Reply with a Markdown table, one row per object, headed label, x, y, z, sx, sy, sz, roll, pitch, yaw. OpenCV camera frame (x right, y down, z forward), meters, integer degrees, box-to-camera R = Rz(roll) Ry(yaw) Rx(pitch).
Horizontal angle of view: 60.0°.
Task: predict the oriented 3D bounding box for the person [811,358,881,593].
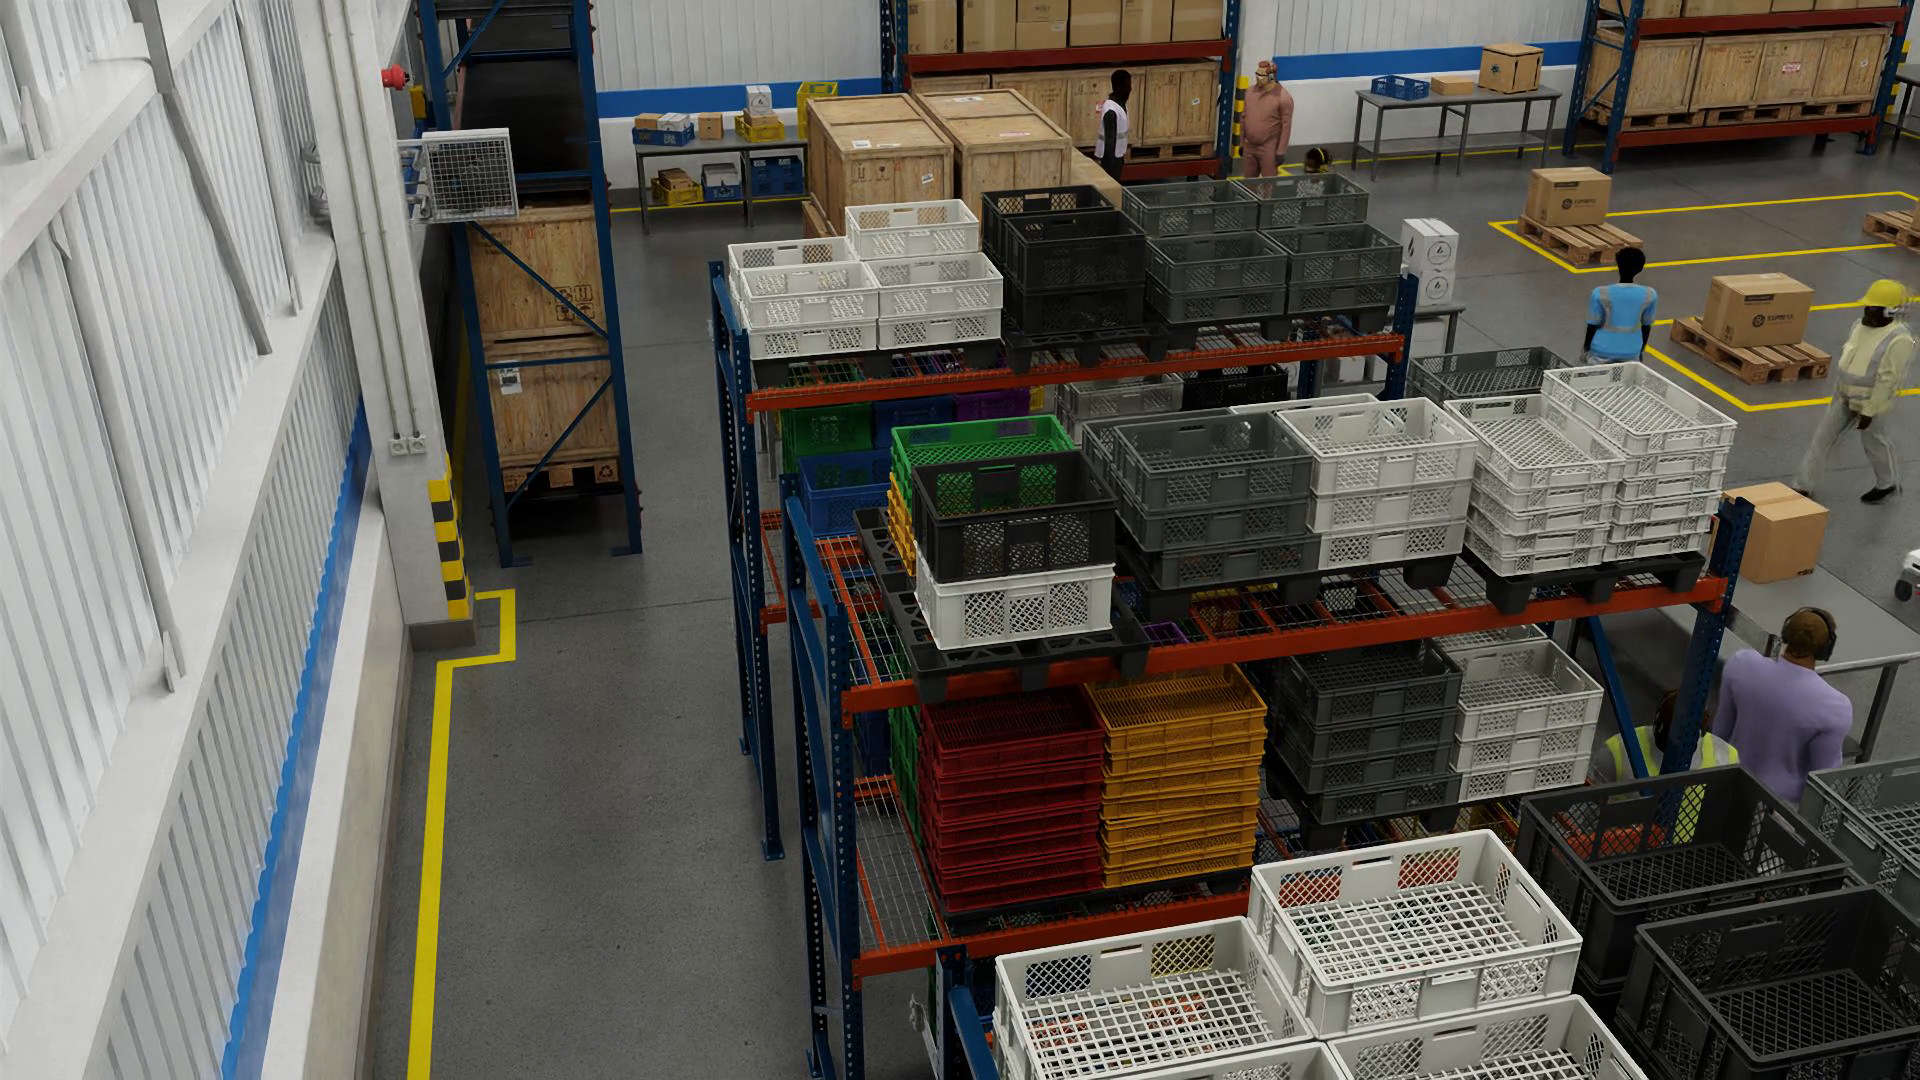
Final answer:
| label | x | y | z | sx | sy | sz | roll | pitch | yaw |
| --- | --- | --- | --- | --- | --- | --- | --- | --- | --- |
| person | -0.726 | -0.396 | 11.050 | 0.585 | 1.882 | 0.337 | -5 | 28 | -9 |

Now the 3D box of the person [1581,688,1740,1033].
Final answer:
| label | x | y | z | sx | sy | sz | roll | pitch | yaw |
| --- | --- | --- | --- | --- | --- | --- | --- | --- | --- |
| person | 3.139 | 1.466 | 7.580 | 0.629 | 1.834 | 0.429 | 4 | 28 | 8 |

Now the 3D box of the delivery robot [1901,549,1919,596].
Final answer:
| label | x | y | z | sx | sy | sz | roll | pitch | yaw |
| --- | --- | --- | --- | --- | --- | --- | --- | --- | --- |
| delivery robot | 6.787 | 0.157 | 11.321 | 0.707 | 0.478 | 0.477 | -14 | 31 | -24 |

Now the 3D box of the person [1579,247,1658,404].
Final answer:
| label | x | y | z | sx | sy | sz | roll | pitch | yaw |
| --- | --- | --- | --- | --- | --- | --- | --- | --- | --- |
| person | 5.269 | -1.527 | 13.395 | 0.540 | 1.695 | 0.317 | 2 | 28 | 3 |

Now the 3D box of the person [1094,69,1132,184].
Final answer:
| label | x | y | z | sx | sy | sz | roll | pitch | yaw |
| --- | --- | --- | --- | --- | --- | --- | --- | --- | --- |
| person | 1.679 | -4.195 | 18.236 | 0.395 | 1.911 | 0.583 | 6 | 28 | 11 |

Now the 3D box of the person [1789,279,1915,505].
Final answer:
| label | x | y | z | sx | sy | sz | roll | pitch | yaw |
| --- | --- | --- | --- | --- | --- | --- | --- | --- | --- |
| person | 6.791 | -1.086 | 12.459 | 0.912 | 1.797 | 0.586 | -6 | 28 | -12 |

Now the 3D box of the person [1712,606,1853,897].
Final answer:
| label | x | y | z | sx | sy | sz | roll | pitch | yaw |
| --- | --- | --- | --- | --- | --- | --- | --- | --- | --- |
| person | 3.877 | 1.178 | 8.015 | 0.358 | 1.931 | 0.628 | -17 | 32 | -29 |

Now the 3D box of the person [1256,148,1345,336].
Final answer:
| label | x | y | z | sx | sy | sz | roll | pitch | yaw |
| --- | --- | --- | --- | --- | --- | --- | --- | --- | --- |
| person | 3.339 | -2.787 | 15.651 | 0.910 | 1.832 | 0.553 | -4 | 28 | -7 |

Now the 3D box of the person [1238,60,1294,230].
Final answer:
| label | x | y | z | sx | sy | sz | roll | pitch | yaw |
| --- | --- | --- | --- | --- | --- | --- | --- | --- | --- |
| person | 3.378 | -4.412 | 18.651 | 0.400 | 1.905 | 0.643 | -24 | 36 | -38 |
